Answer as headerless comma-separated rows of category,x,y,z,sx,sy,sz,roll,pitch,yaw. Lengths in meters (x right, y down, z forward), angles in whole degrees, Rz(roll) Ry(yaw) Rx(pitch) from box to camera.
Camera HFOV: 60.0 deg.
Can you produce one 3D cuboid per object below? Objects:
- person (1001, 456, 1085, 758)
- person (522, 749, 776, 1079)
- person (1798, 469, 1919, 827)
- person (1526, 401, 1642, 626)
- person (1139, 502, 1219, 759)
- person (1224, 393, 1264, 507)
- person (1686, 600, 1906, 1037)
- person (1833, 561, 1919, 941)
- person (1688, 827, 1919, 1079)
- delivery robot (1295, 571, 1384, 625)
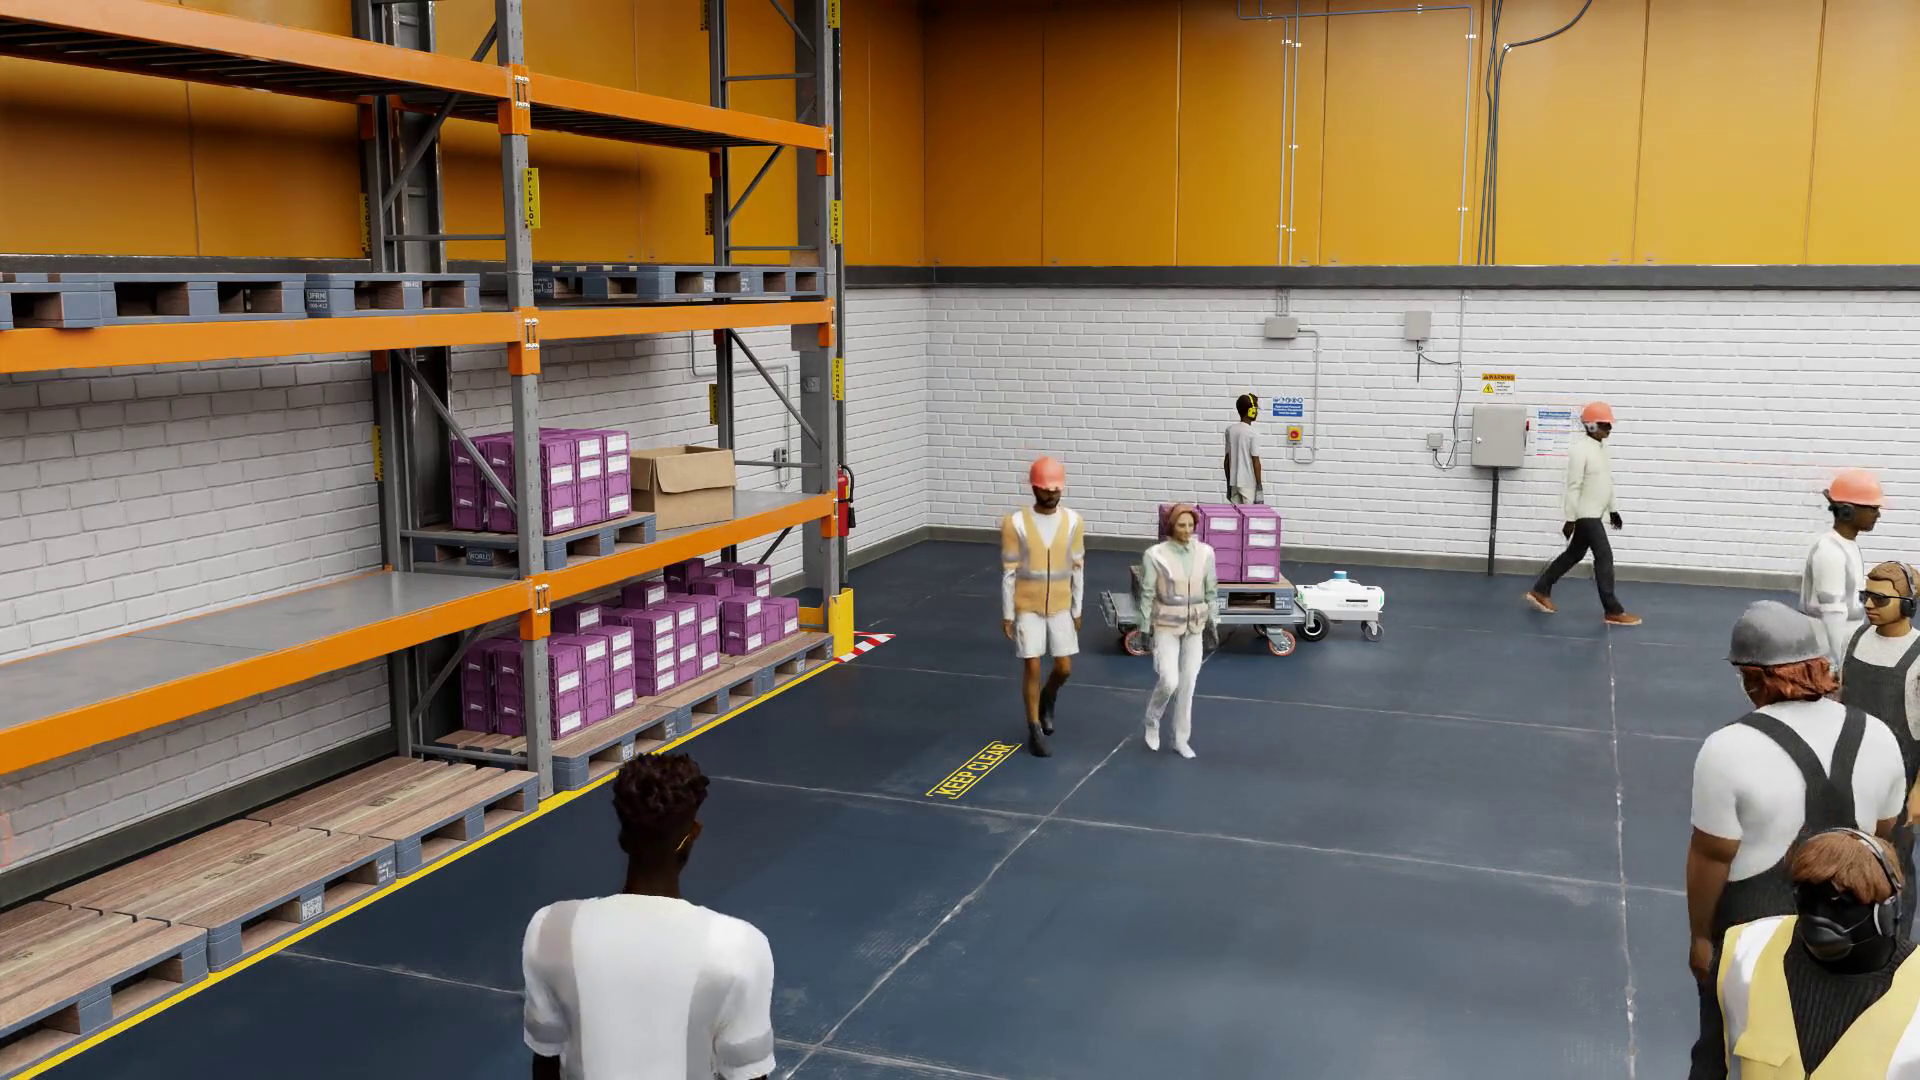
person,0.520,0.410,10.547,0.547,1.919,0.535,-2,9,-11
person,-0.731,1.453,3.887,0.615,1.944,0.818,0,9,1
person,4.829,0.609,9.046,1.033,1.985,0.637,7,11,37
person,5.502,-0.257,14.646,1.031,1.955,0.608,7,11,37
person,1.380,0.572,10.434,0.516,1.626,0.362,-4,10,-22
person,2.833,-0.516,16.494,0.329,1.872,0.508,-6,11,-33
person,2.618,1.182,5.298,0.684,2.000,0.671,-1,9,-7
person,3.895,0.998,7.068,0.346,1.846,0.506,-4,10,-23
person,1.916,1.533,3.716,0.429,1.842,0.635,-8,12,-42
delivery robot,3.174,0.504,13.911,0.707,0.478,0.477,1,9,6
